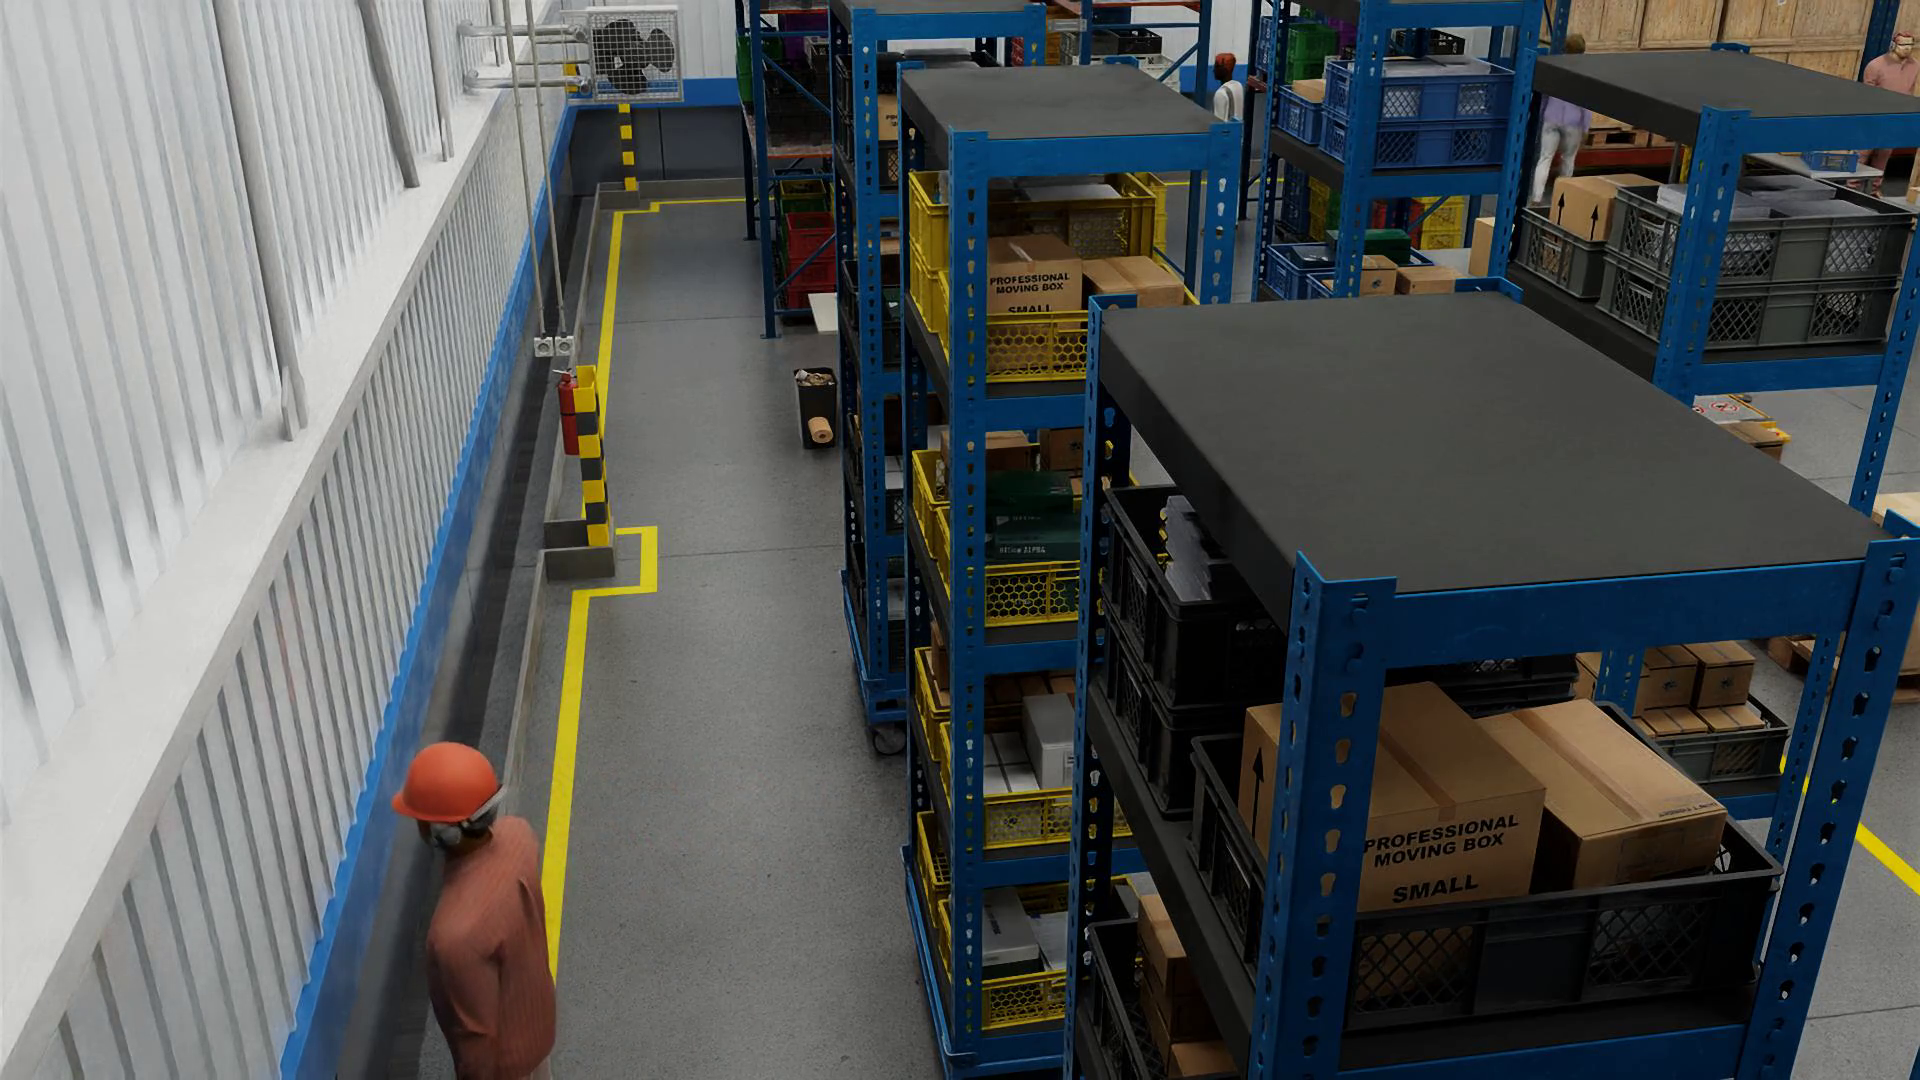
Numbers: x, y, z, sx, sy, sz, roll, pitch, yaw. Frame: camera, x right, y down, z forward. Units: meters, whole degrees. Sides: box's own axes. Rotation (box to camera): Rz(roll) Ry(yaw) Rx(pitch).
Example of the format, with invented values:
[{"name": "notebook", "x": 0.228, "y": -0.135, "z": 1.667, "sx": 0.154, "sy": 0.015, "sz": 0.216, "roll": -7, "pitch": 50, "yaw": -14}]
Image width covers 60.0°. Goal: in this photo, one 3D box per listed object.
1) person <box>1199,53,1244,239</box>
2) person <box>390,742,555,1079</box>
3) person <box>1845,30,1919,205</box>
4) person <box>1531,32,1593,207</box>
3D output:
[{"name": "person", "x": 2.740, "y": -4.089, "z": 17.258, "sx": 0.350, "sy": 1.877, "sz": 0.567, "roll": 14, "pitch": 28, "yaw": 28}, {"name": "person", "x": -1.402, "y": 1.479, "z": 5.004, "sx": 0.395, "sy": 1.991, "sz": 0.622, "roll": 1, "pitch": 25, "yaw": 2}, {"name": "person", "x": 10.306, "y": -4.692, "z": 18.522, "sx": 0.648, "sy": 1.907, "sz": 0.401, "roll": -4, "pitch": 25, "yaw": -8}, {"name": "person", "x": 6.625, "y": -4.587, "z": 18.287, "sx": 0.629, "sy": 1.944, "sz": 0.535, "roll": 15, "pitch": 29, "yaw": 29}]
